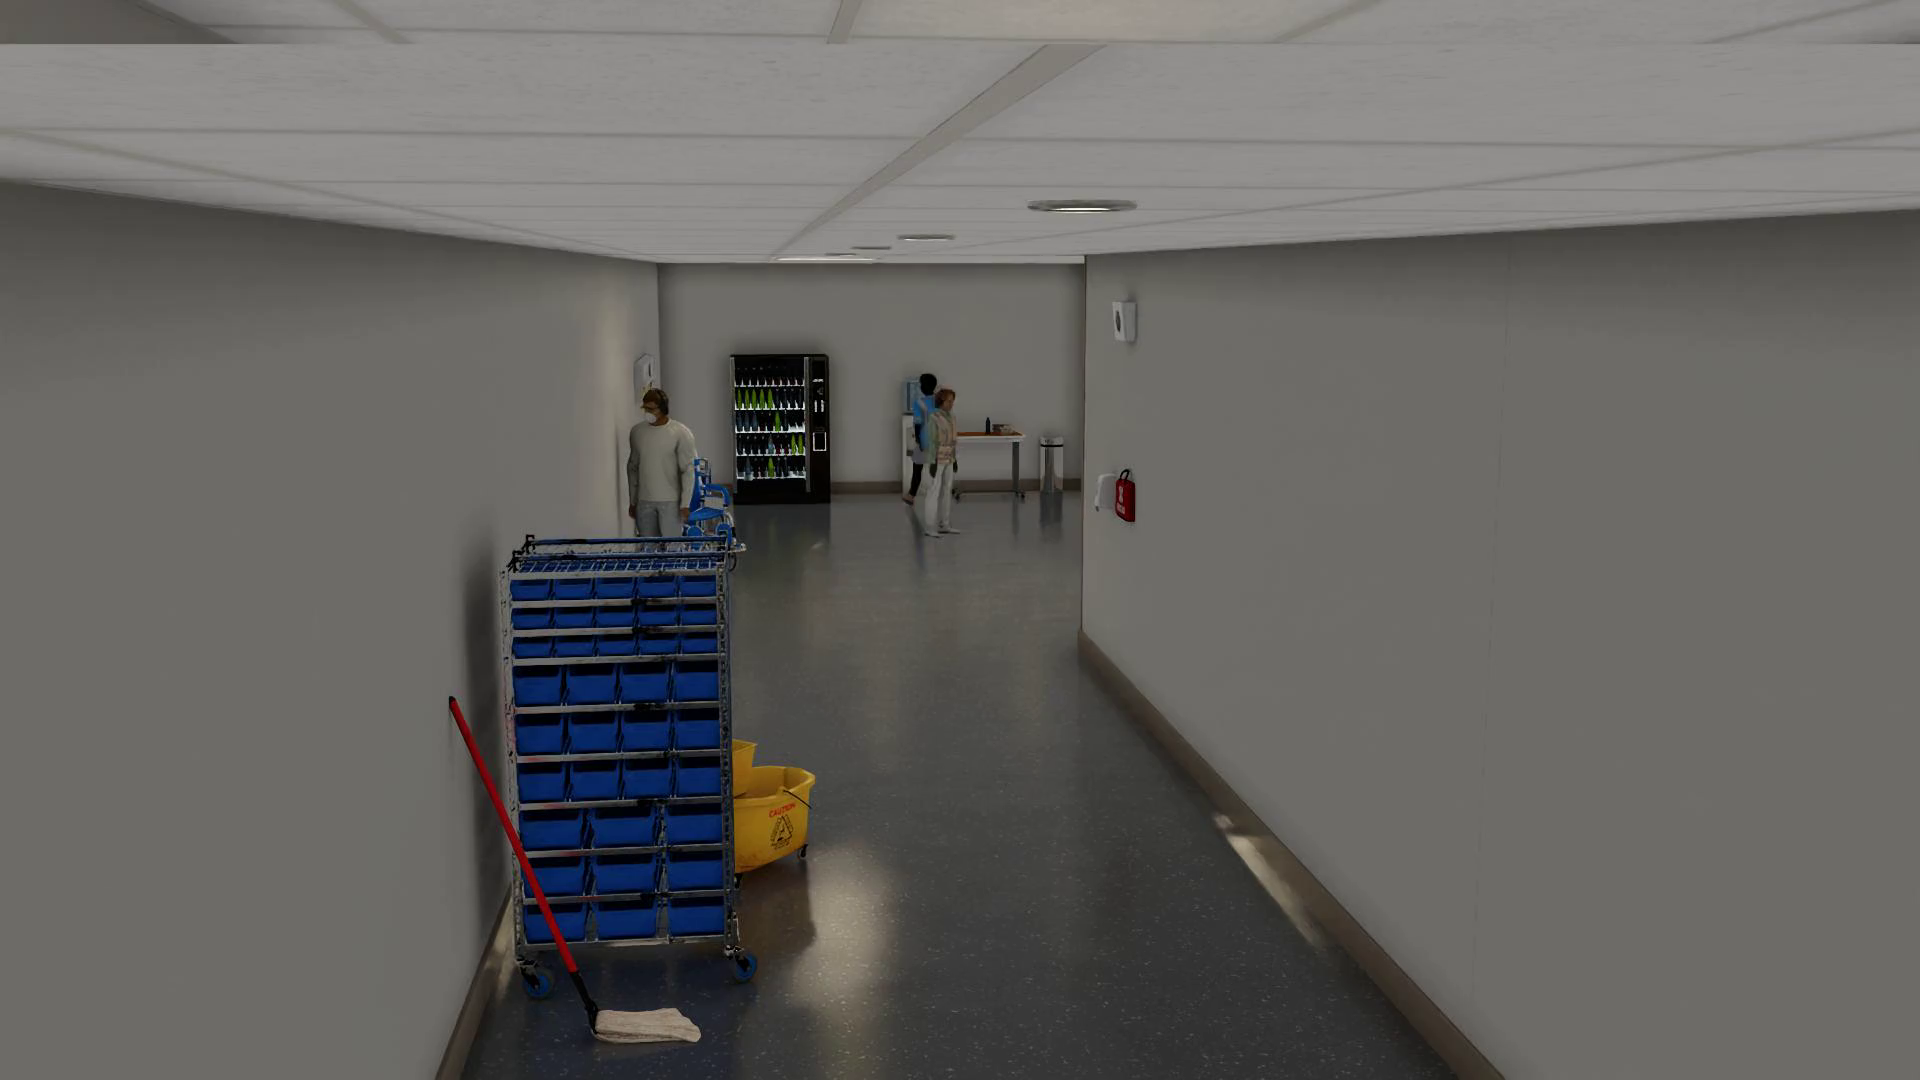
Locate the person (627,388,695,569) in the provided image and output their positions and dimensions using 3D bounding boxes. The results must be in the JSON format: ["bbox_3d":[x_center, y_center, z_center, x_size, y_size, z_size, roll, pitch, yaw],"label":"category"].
[{"bbox_3d":[-2.533,-0.320,14.058,0.627,1.934,0.370,3,10,21],"label":"person"}]

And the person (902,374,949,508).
[{"bbox_3d":[-0.395,-1.217,20.509,0.552,1.661,0.842,-5,10,-29],"label":"person"}]

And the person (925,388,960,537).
[{"bbox_3d":[-0.196,-0.851,18.316,0.332,1.629,0.566,5,10,29],"label":"person"}]
